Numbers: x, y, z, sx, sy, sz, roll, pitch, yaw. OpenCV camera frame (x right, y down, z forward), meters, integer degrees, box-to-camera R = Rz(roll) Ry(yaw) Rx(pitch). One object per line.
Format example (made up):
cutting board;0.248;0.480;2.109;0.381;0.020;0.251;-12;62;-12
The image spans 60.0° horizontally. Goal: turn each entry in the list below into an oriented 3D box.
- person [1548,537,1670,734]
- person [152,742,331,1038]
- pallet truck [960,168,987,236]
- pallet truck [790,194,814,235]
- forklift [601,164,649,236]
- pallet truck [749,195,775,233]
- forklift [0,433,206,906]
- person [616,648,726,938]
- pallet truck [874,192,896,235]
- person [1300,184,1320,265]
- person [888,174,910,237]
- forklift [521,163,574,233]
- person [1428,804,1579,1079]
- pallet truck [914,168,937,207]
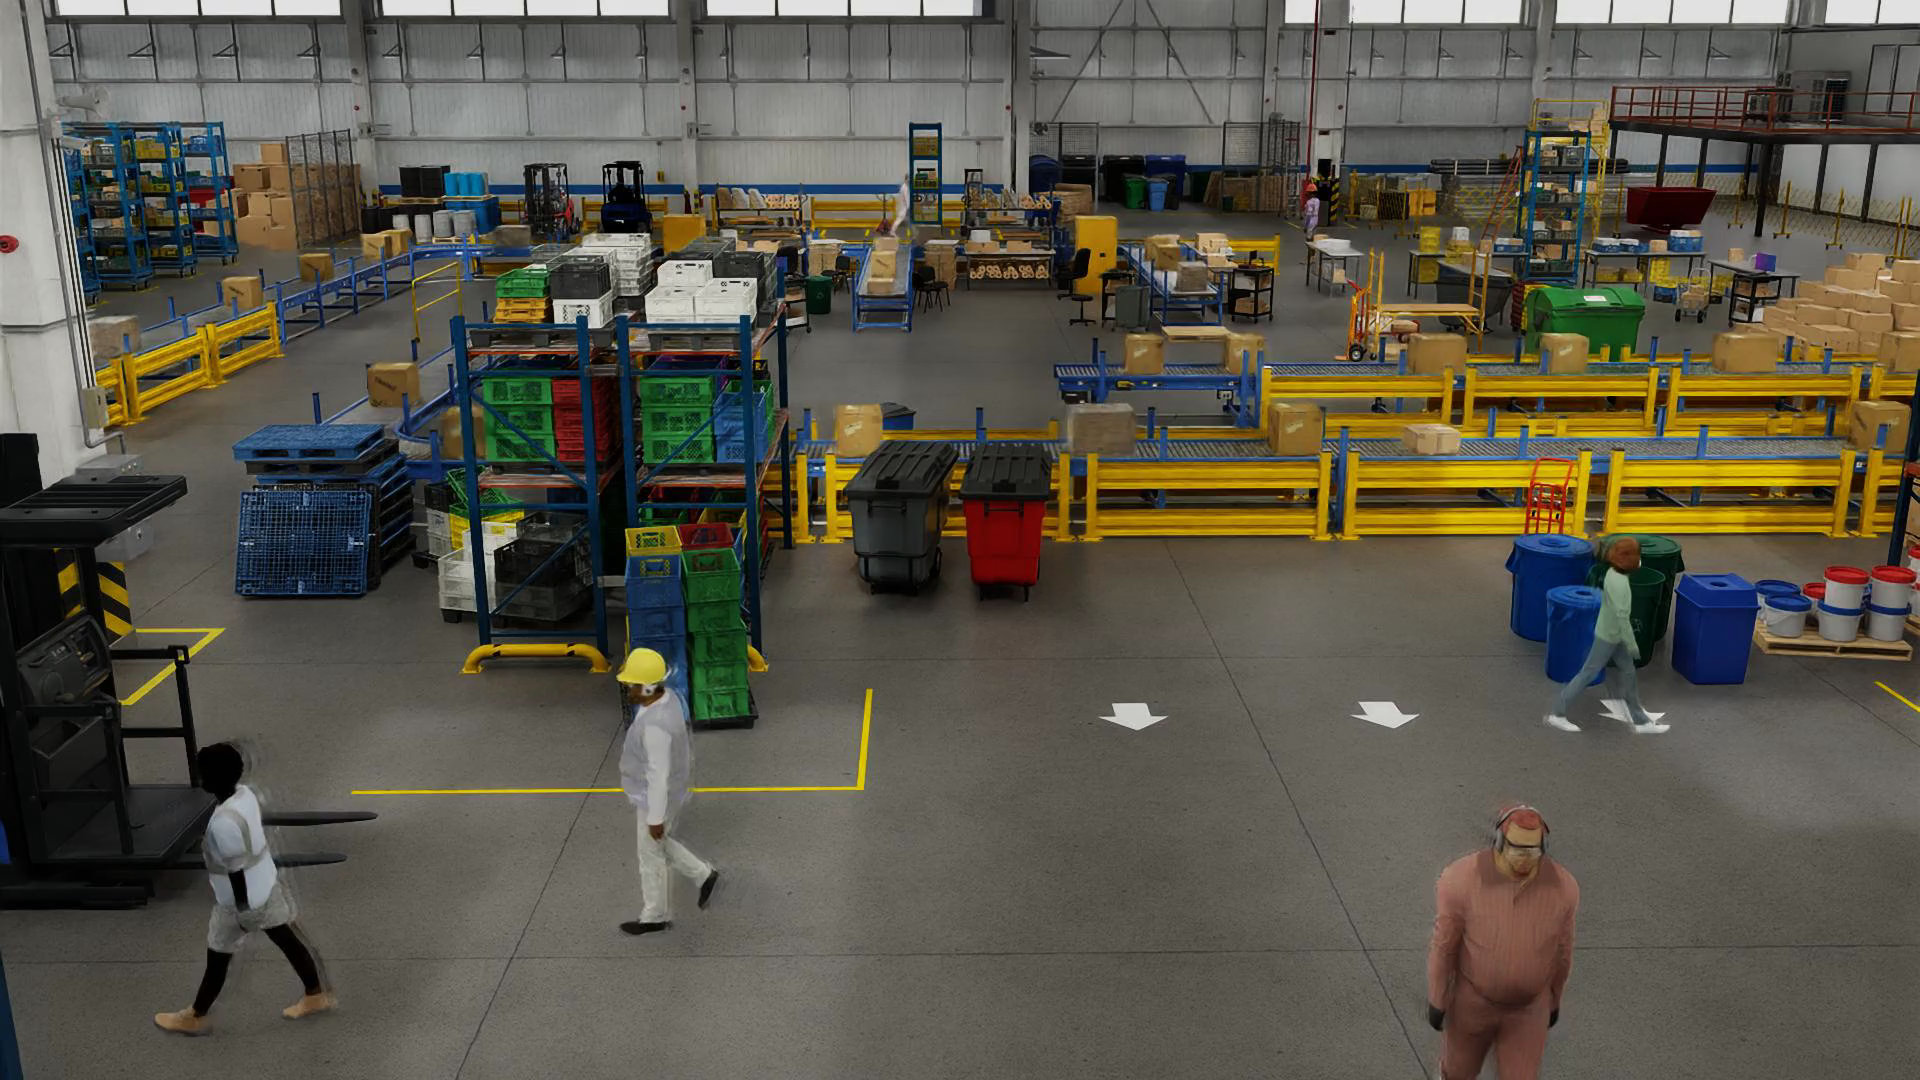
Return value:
person;5.030;0.747;12.791;0.896;1.584;0.500;6;17;21
person;-3.856;1.851;8.834;0.894;1.643;0.543;-2;16;-7
pallet truck;0.383;-10.230;50.206;0.823;1.965;1.885;-1;16;-3
pallet truck;-4.814;-9.883;50.259;0.704;1.261;1.522;-1;16;-3
forklift;-9.948;-10.127;49.296;1.157;1.987;2.680;-1;16;-3
pallet truck;-6.051;-9.967;50.660;0.680;1.201;1.601;0;16;-1
forklift;-5.952;0.780;10.366;1.873;2.768;1.129;0;16;-1
person;-1.742;1.484;9.808;0.555;1.818;0.610;-1;16;-4
pallet truck;-2.277;-9.986;50.594;0.653;1.274;1.630;0;16;-1
person;9.004;-8.117;42.783;0.374;2.043;0.612;10;19;31
person;-1.668;-9.926;49.425;0.998;1.858;0.666;2;16;6
forklift;-12.233;-10.122;49.298;1.157;1.987;2.680;0;16;-1
person;2.481;2.064;7.678;0.651;1.885;0.791;2;16;8
pallet truck;-0.989;-10.316;50.507;0.823;1.965;1.885;1;16;3
